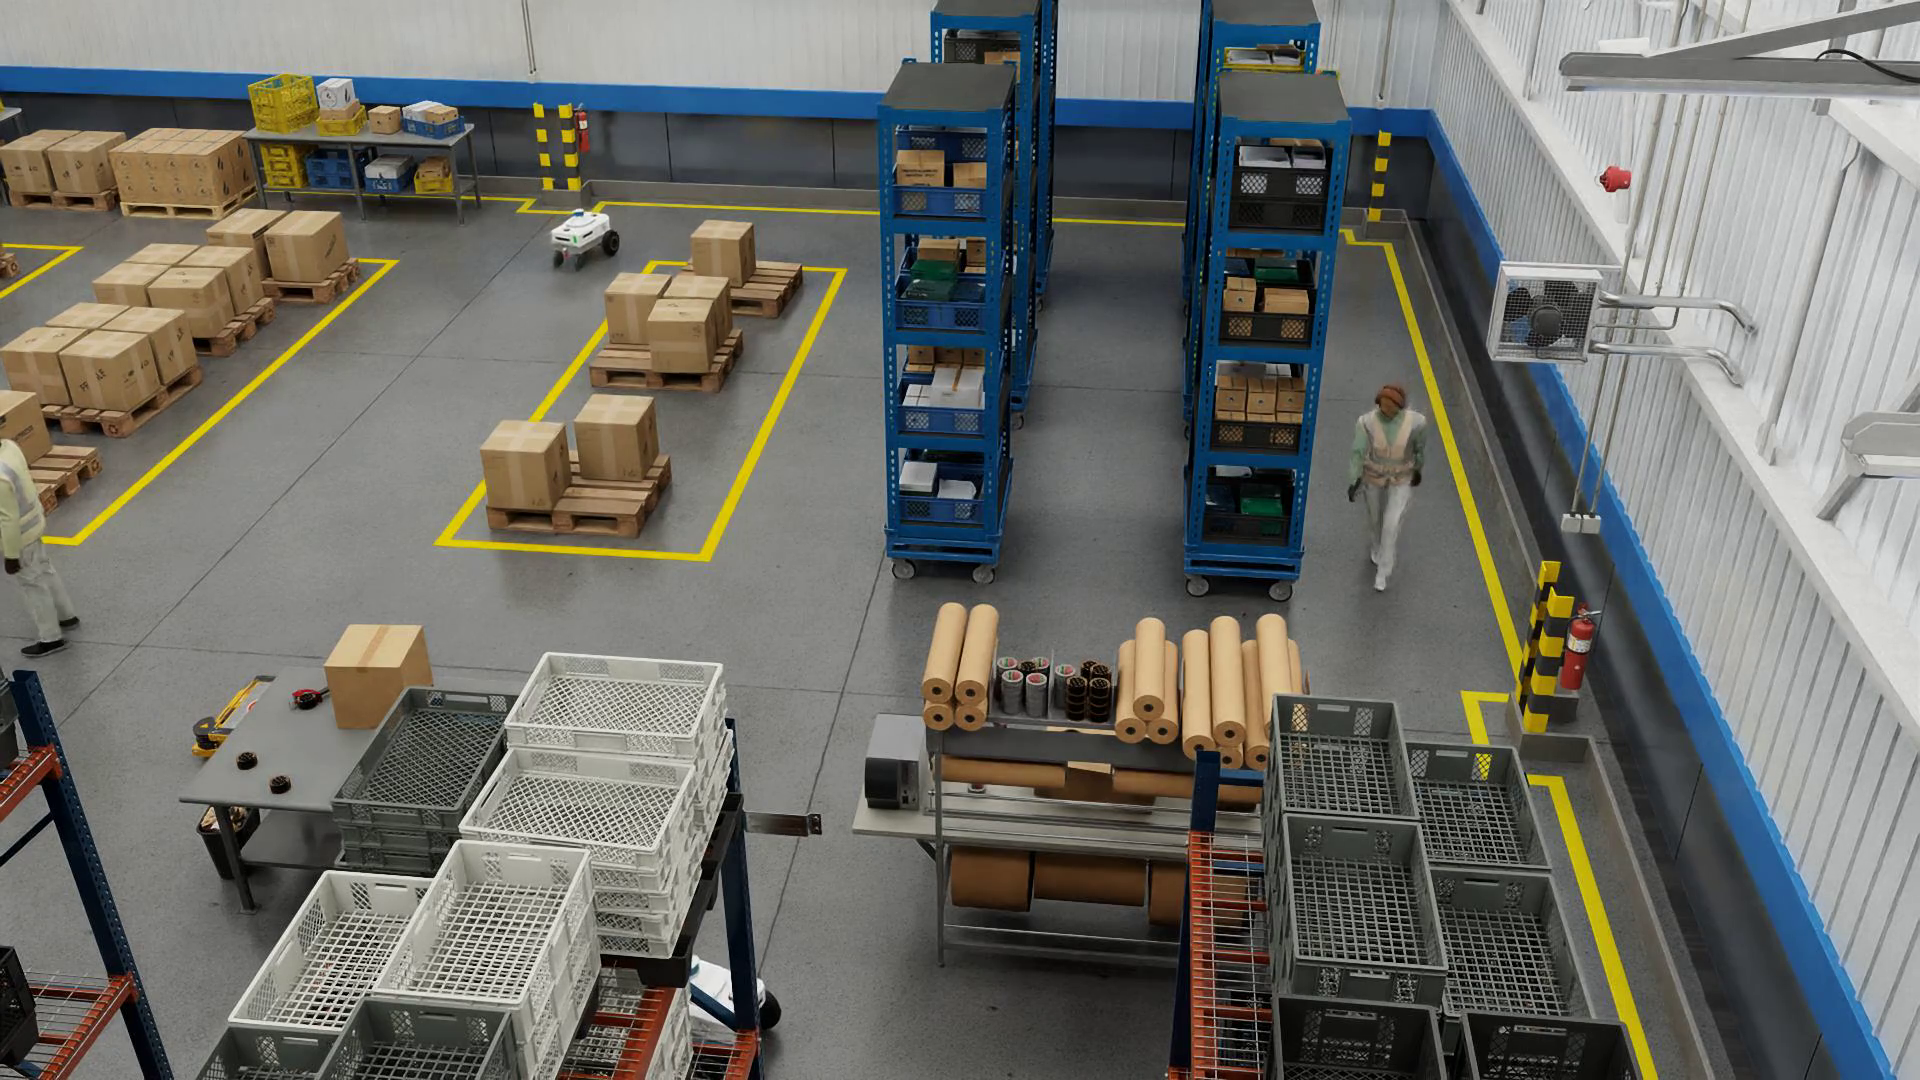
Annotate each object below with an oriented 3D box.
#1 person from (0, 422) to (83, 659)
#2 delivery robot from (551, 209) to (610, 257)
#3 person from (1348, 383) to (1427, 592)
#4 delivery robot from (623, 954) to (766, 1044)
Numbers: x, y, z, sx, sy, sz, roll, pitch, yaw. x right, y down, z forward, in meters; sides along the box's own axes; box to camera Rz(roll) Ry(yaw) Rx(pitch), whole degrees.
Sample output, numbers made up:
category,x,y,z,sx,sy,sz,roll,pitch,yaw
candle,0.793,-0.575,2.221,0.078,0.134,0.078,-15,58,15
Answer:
category,x,y,z,sx,sy,sz,roll,pitch,yaw
person,-6.360,-0.055,11.223,0.448,1.837,0.611,-10,32,-16
delivery robot,-4.103,-3.339,18.006,0.477,0.478,0.707,12,32,19
person,3.086,-0.432,12.077,0.526,1.582,0.795,8,31,13
delivery robot,-1.343,2.288,8.347,0.707,0.478,0.477,12,32,20
